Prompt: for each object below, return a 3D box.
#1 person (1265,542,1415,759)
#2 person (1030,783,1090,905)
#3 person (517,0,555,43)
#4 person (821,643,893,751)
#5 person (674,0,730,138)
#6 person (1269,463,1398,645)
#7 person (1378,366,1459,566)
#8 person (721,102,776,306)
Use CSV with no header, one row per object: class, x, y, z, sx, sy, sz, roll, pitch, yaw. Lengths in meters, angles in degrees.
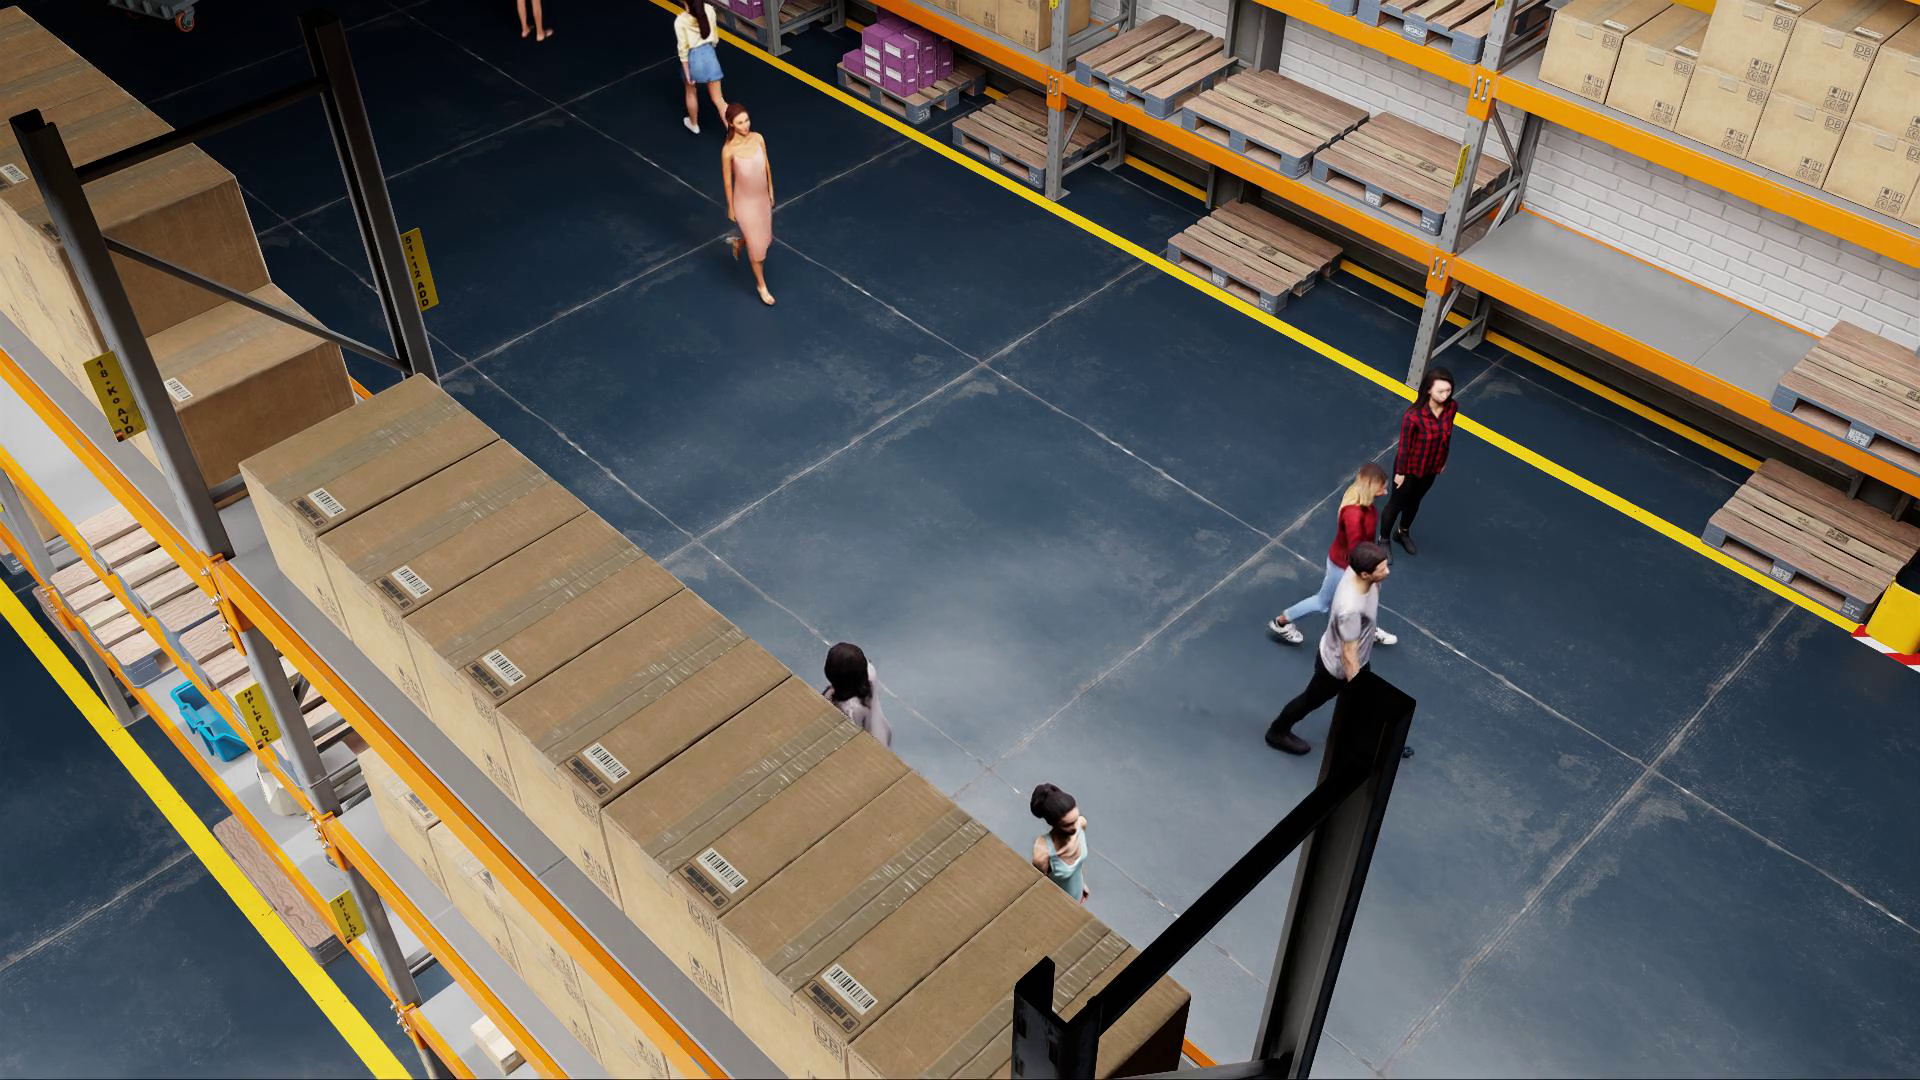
person,2.234,0.697,10.148,1.249,1.827,0.967,17,46,17
person,0.518,1.933,8.896,0.606,1.765,0.608,29,51,27
person,-4.562,-5.991,17.369,0.659,1.550,0.718,12,45,13
person,-0.547,1.202,9.788,0.896,1.592,0.818,8,44,9
person,-2.407,-4.476,15.742,0.752,1.601,1.135,-26,49,-24
person,2.463,0.134,10.908,1.157,1.594,0.885,14,45,15
person,3.172,-0.537,11.566,0.647,1.657,0.615,-19,47,-19
person,-1.787,-2.841,13.872,0.641,1.812,0.945,-30,51,-27
